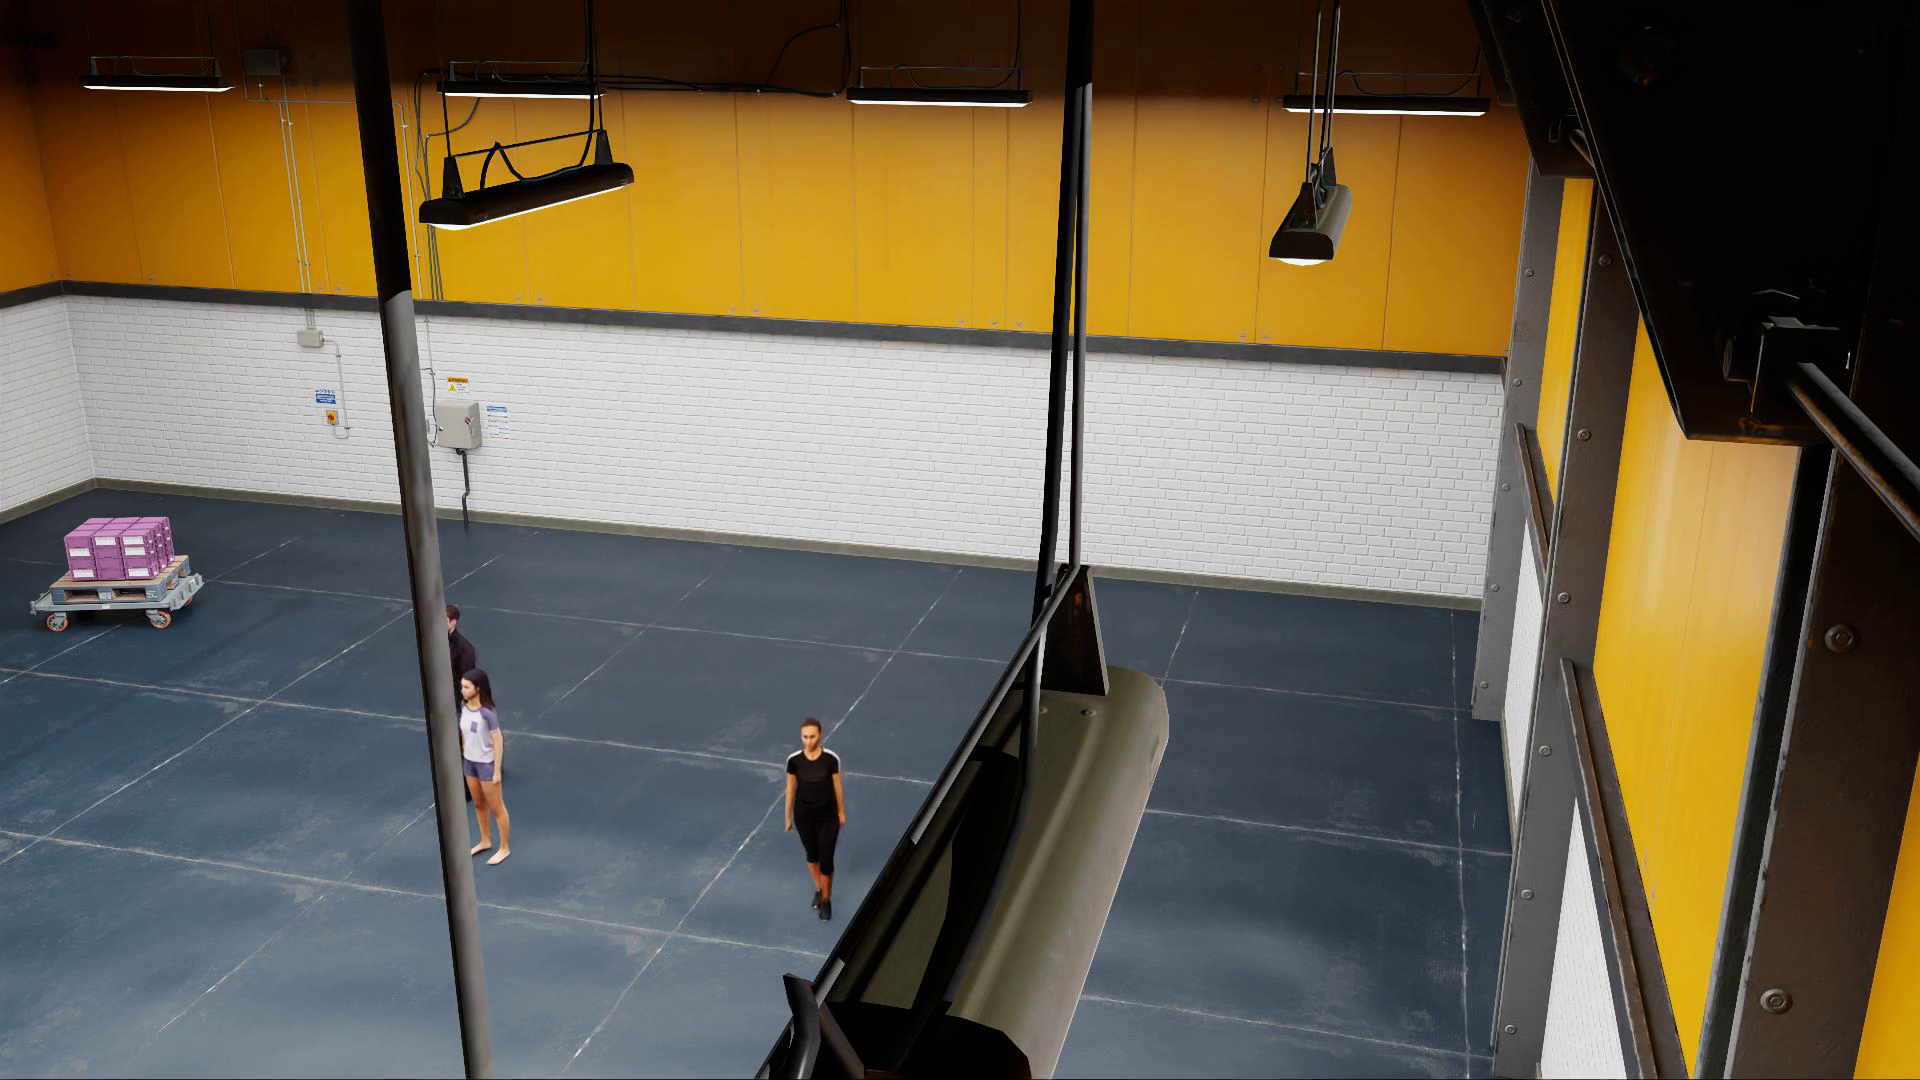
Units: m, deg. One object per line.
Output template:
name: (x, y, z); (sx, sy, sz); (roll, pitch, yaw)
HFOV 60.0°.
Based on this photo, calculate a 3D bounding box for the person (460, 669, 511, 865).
person: (-3.998, 1.877, 13.939); (0.645, 1.733, 0.617); (13, 22, 33)

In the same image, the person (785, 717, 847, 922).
person: (-1.128, 2.148, 13.255); (0.651, 1.656, 0.734); (3, 19, 8)
